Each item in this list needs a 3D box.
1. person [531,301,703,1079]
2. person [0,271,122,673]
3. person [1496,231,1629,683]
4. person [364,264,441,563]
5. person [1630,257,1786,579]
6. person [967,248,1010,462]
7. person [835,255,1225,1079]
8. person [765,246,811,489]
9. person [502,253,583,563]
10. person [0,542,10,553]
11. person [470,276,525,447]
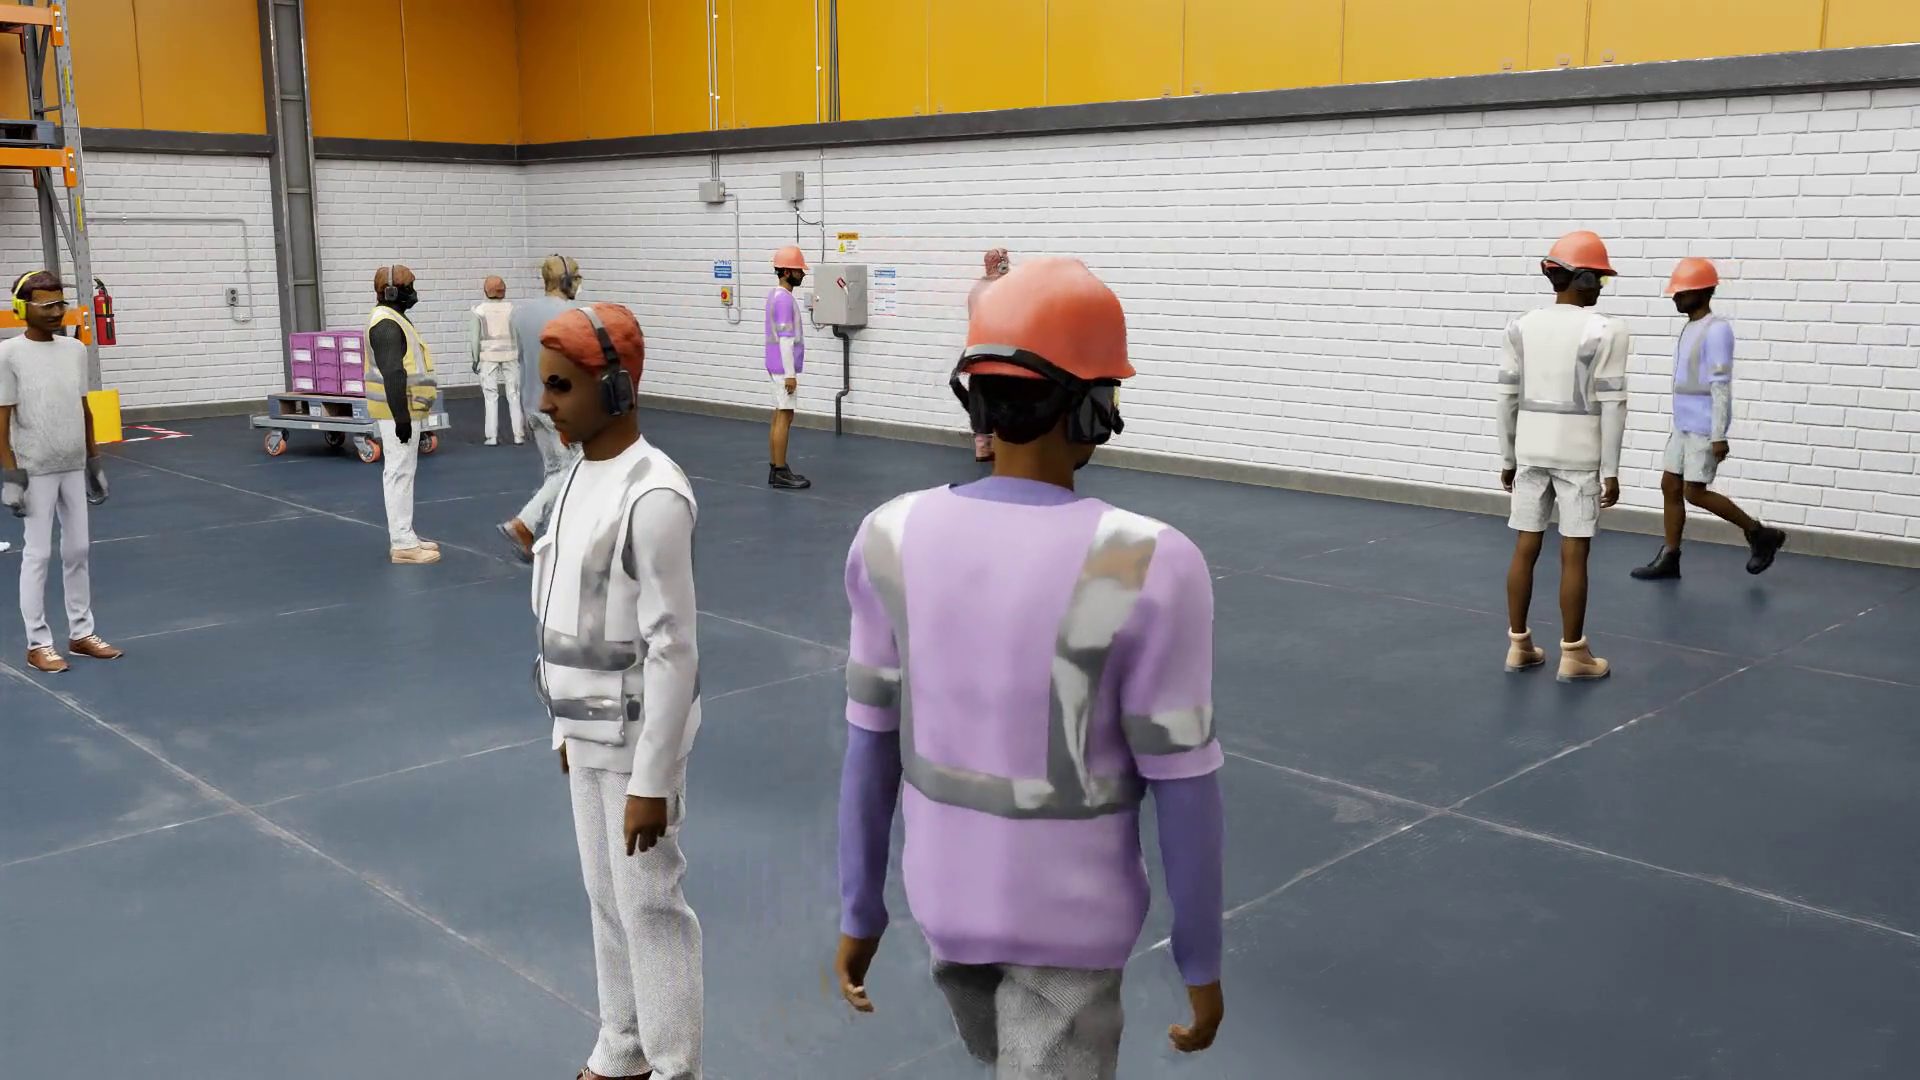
[{"bbox_3d":[-0.743,0.436,3.588,0.356,1.887,0.573,-6,12,-30],"label":"person"},{"bbox_3d":[-4.238,-0.317,7.775,0.310,1.861,0.506,4,11,22],"label":"person"},{"bbox_3d":[2.748,-0.377,7.600,0.395,2.040,0.609,-9,14,-40],"label":"person"},{"bbox_3d":[-3.465,-0.781,10.348,0.429,1.844,0.627,-3,11,-18],"label":"person"},{"bbox_3d":[4.365,-0.681,9.629,0.703,1.909,0.581,1,10,4],"label":"person"},{"bbox_3d":[0.342,-1.614,14.703,0.410,1.913,0.643,-7,12,-33],"label":"person"},{"bbox_3d":[0.072,0.572,2.565,0.622,2.005,1.024,7,12,33],"label":"person"},{"bbox_3d":[-1.374,-1.384,13.373,0.376,1.934,0.550,-2,11,-12],"label":"person"},{"bbox_3d":[-2.512,-0.770,10.091,0.640,1.923,0.670,8,13,39],"label":"person"},{"bbox_3d":[-6.244,-0.742,10.054,0.608,1.881,1.000,3,11,17],"label":"person"},{"bbox_3d":[-4.434,-1.715,15.996,0.523,1.636,0.310,-4,11,-22],"label":"person"}]
